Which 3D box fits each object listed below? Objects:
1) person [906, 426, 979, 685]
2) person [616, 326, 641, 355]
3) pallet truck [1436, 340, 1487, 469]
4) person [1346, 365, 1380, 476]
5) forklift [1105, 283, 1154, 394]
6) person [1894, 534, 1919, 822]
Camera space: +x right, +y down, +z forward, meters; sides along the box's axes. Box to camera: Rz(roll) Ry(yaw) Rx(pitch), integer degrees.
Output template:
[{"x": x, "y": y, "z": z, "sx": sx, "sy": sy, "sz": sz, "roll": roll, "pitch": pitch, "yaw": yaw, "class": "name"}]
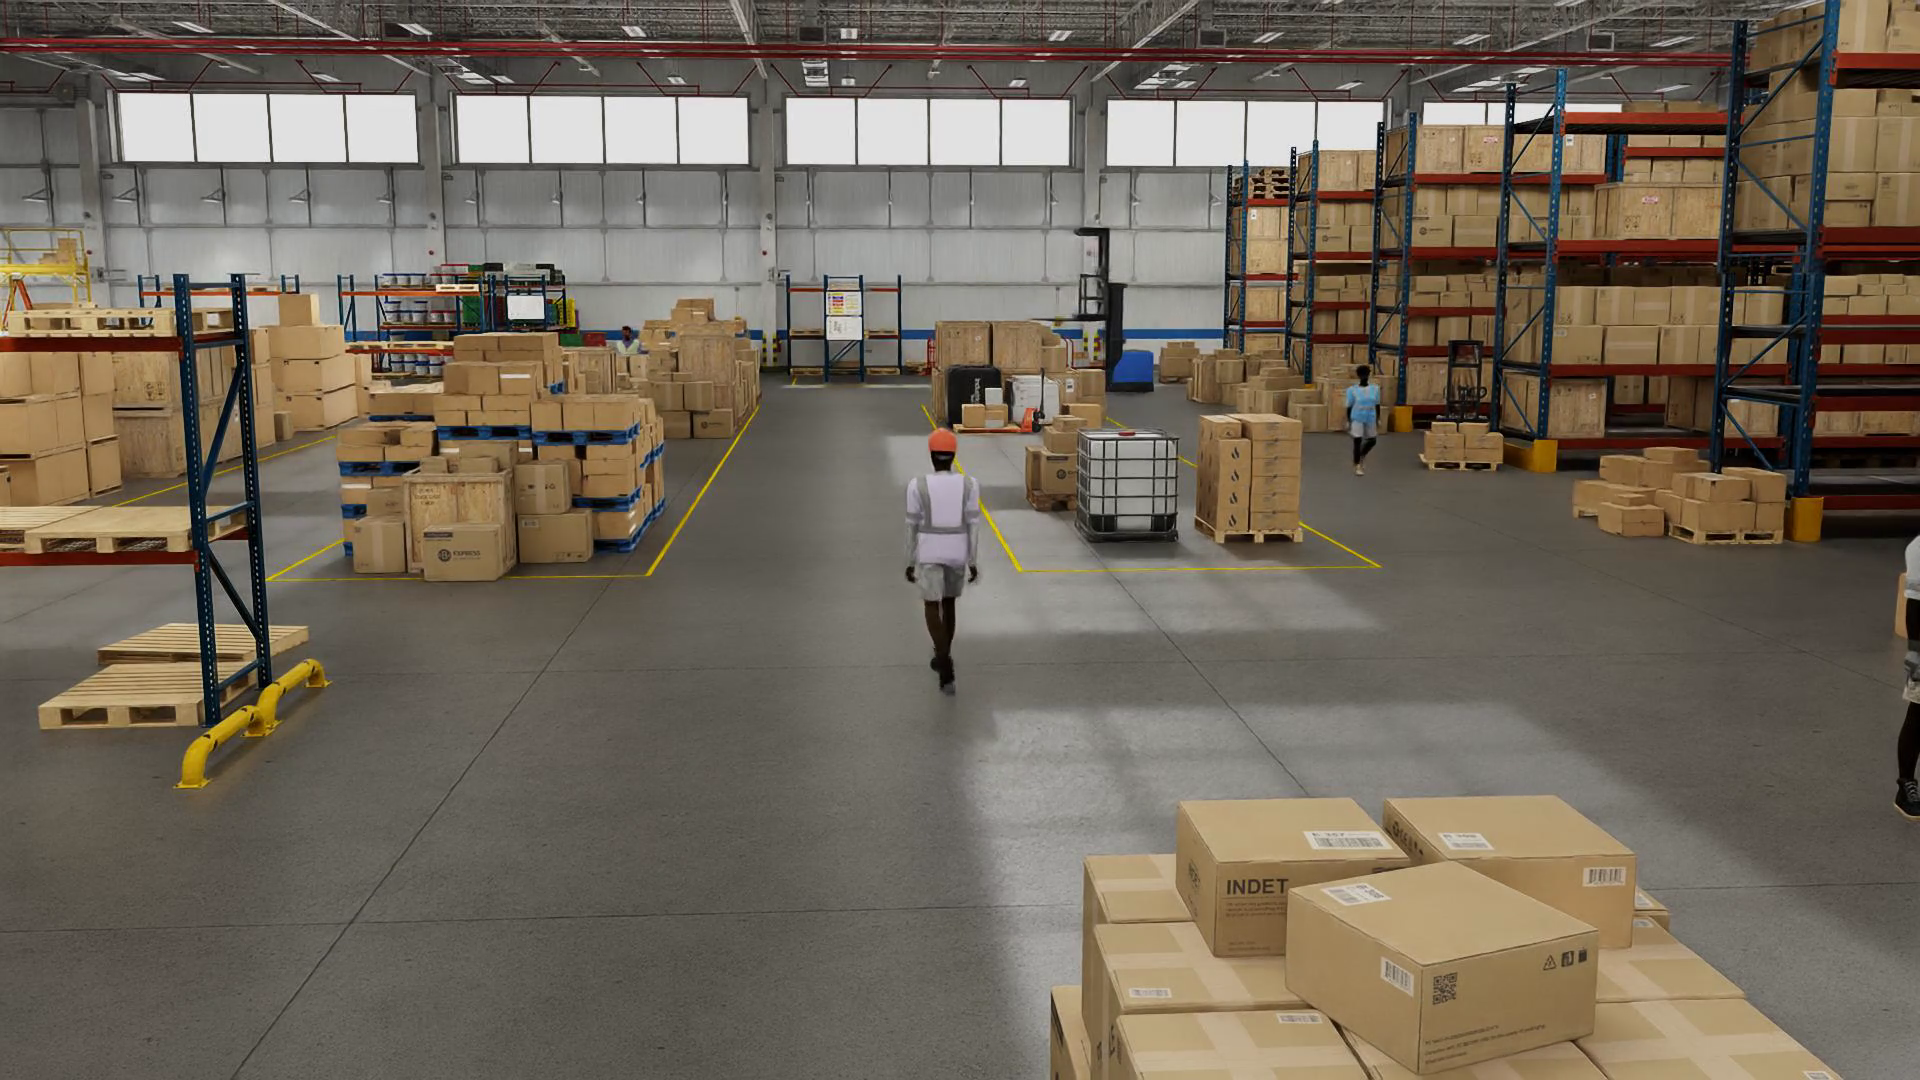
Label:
[{"x": -0.122, "y": 0.115, "z": 12.355, "sx": 0.548, "sy": 1.915, "sz": 0.831, "roll": -2, "pitch": 9, "yaw": -12, "class": "person"}, {"x": -7.500, "y": -3.927, "z": 37.791, "sx": 0.598, "sy": 1.889, "sz": 0.838, "roll": 1, "pitch": 9, "yaw": 3, "class": "person"}, {"x": 8.004, "y": -2.170, "z": 26.422, "sx": 0.823, "sy": 1.965, "sz": 1.885, "roll": 2, "pitch": 9, "yaw": 14, "class": "pallet truck"}, {"x": 6.073, "y": -1.811, "z": 25.130, "sx": 0.545, "sy": 1.683, "sz": 0.423, "roll": -1, "pitch": 9, "yaw": -6, "class": "person"}, {"x": 3.956, "y": -5.153, "z": 42.389, "sx": 1.873, "sy": 2.768, "sz": 1.129, "roll": -1, "pitch": 9, "yaw": -4, "class": "forklift"}, {"x": 5.507, "y": 0.583, "z": 9.228, "sx": 0.601, "sy": 1.967, "sz": 0.369, "roll": -2, "pitch": 9, "yaw": -10, "class": "person"}]
